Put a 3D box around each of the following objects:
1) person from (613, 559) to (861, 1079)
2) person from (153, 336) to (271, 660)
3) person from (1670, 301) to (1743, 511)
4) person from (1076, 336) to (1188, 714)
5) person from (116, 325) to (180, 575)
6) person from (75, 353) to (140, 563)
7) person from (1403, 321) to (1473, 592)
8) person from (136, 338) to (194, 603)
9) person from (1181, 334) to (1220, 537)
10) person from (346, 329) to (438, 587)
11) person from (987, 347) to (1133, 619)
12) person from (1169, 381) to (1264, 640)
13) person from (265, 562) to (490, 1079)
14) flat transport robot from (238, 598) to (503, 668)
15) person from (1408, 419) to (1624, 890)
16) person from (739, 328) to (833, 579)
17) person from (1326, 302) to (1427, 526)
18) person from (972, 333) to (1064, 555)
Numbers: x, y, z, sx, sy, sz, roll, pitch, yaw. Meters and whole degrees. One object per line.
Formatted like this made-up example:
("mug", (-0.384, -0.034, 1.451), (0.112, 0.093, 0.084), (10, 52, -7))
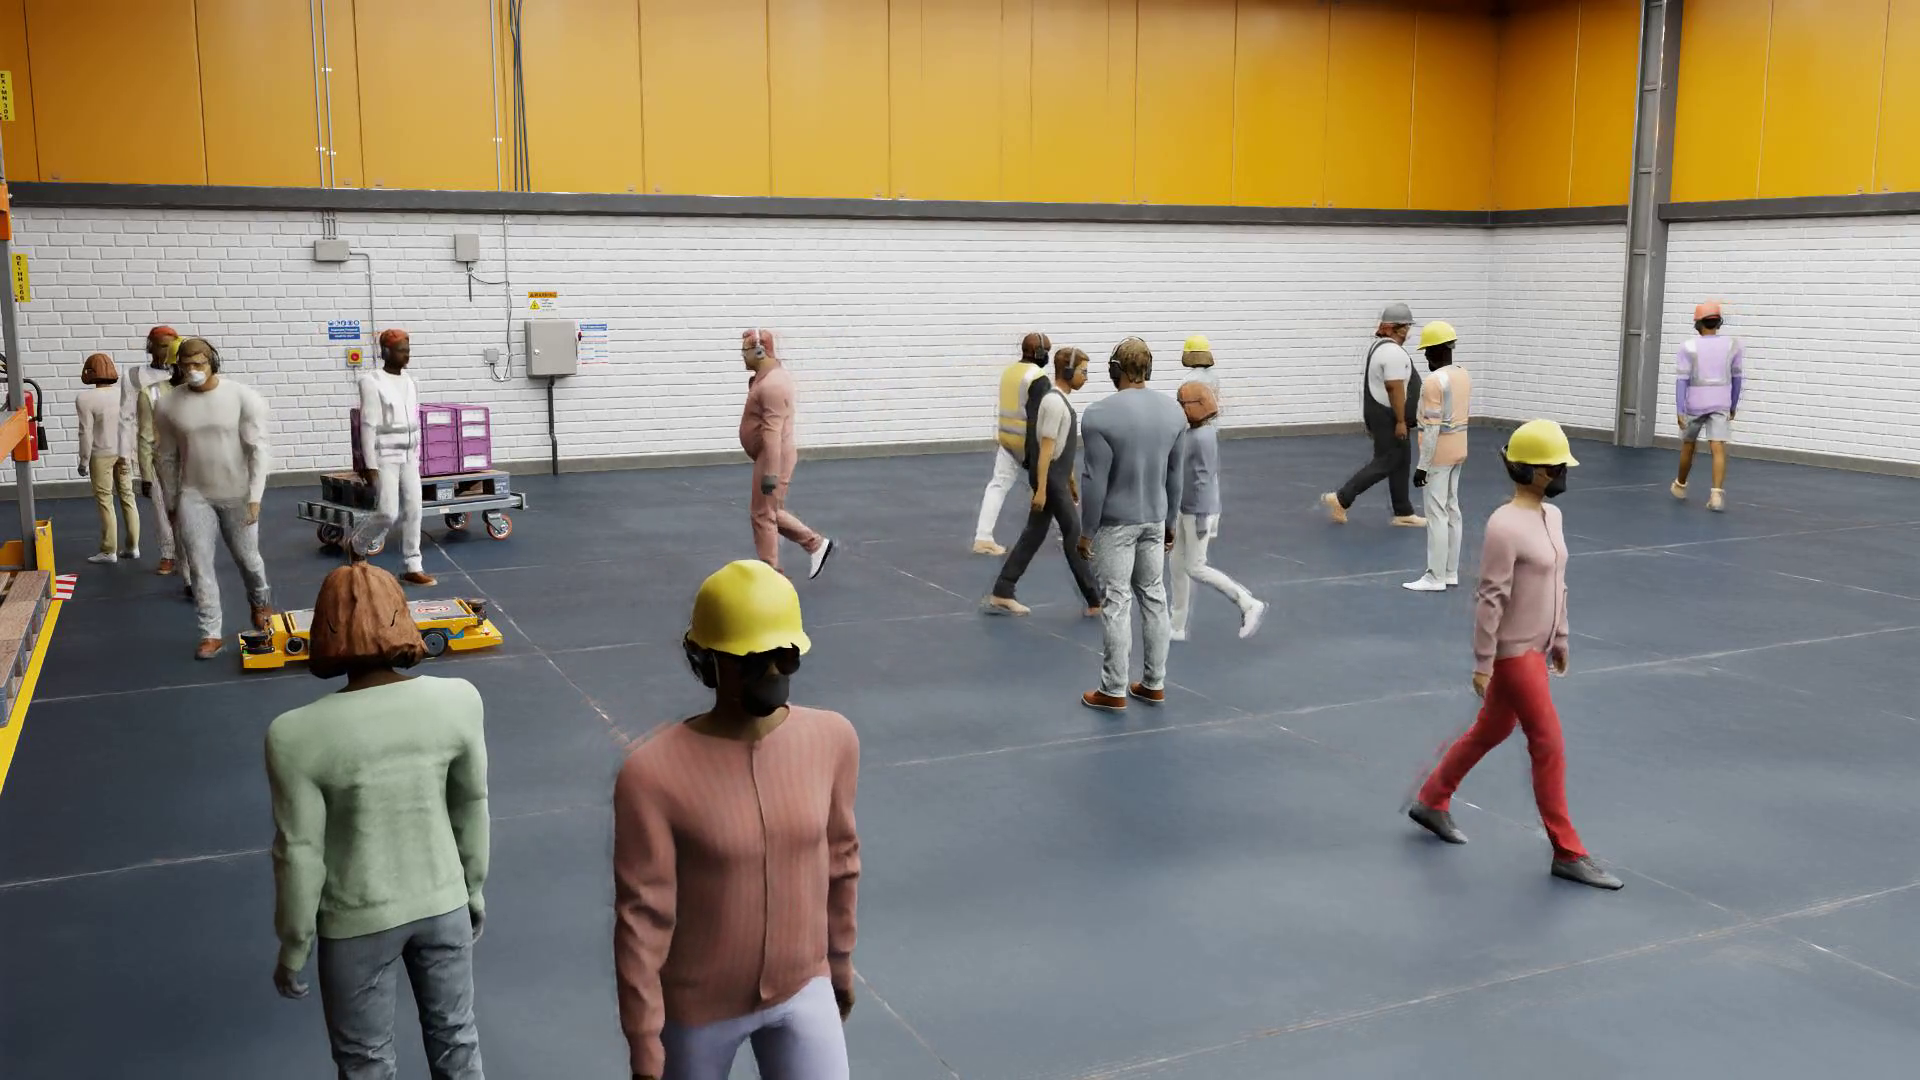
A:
("person", (-0.381, 0.895, 3.185), (0.548, 1.716, 0.907), (-5, 11, -30))
("person", (-4.426, -0.280, 9.956), (0.639, 1.905, 0.820), (-2, 9, -10))
("person", (7.189, -1.297, 16.025), (0.629, 1.986, 1.070), (2, 9, 12))
("person", (0.871, -0.075, 8.565), (0.635, 1.939, 0.361), (-6, 11, -31))
("person", (-5.948, -0.656, 12.405), (0.642, 1.869, 0.499), (-3, 10, -21))
("person", (-6.667, -0.638, 13.003), (0.280, 1.633, 0.500), (4, 10, 22))
("person", (3.395, -0.589, 11.810), (0.373, 1.920, 0.585), (8, 12, 39))
("person", (-5.271, -0.478, 11.459), (0.753, 1.801, 0.620), (9, 12, 43))
("person", (2.002, -0.868, 14.093), (0.325, 1.740, 0.492), (8, 12, 40))
("person", (-4.122, -0.584, 11.957), (0.647, 1.866, 0.590), (4, 10, 25))
("person", (0.622, -0.365, 10.847), (0.961, 1.790, 0.547), (1, 9, 3))
("person", (1.482, -0.159, 10.089), (0.633, 1.618, 0.508), (-1, 9, -4))
("person", (-1.282, 0.857, 3.724), (0.498, 1.633, 0.282), (-8, 12, -42))
("flat transport robot", (-3.517, 0.539, 9.916), (1.431, 0.197, 0.652), (-4, 10, -25))
("person", (2.114, 0.392, 6.325), (0.882, 1.725, 0.532), (8, 12, 39))
("person", (-1.260, -0.555, 11.727), (0.626, 1.882, 0.666), (-1, 9, -8))
("person", (3.719, -1.113, 14.691), (0.870, 2.000, 0.685), (1, 9, 7))
("person", (0.529, -0.766, 13.378), (1.047, 1.779, 0.612), (-6, 11, -33))
